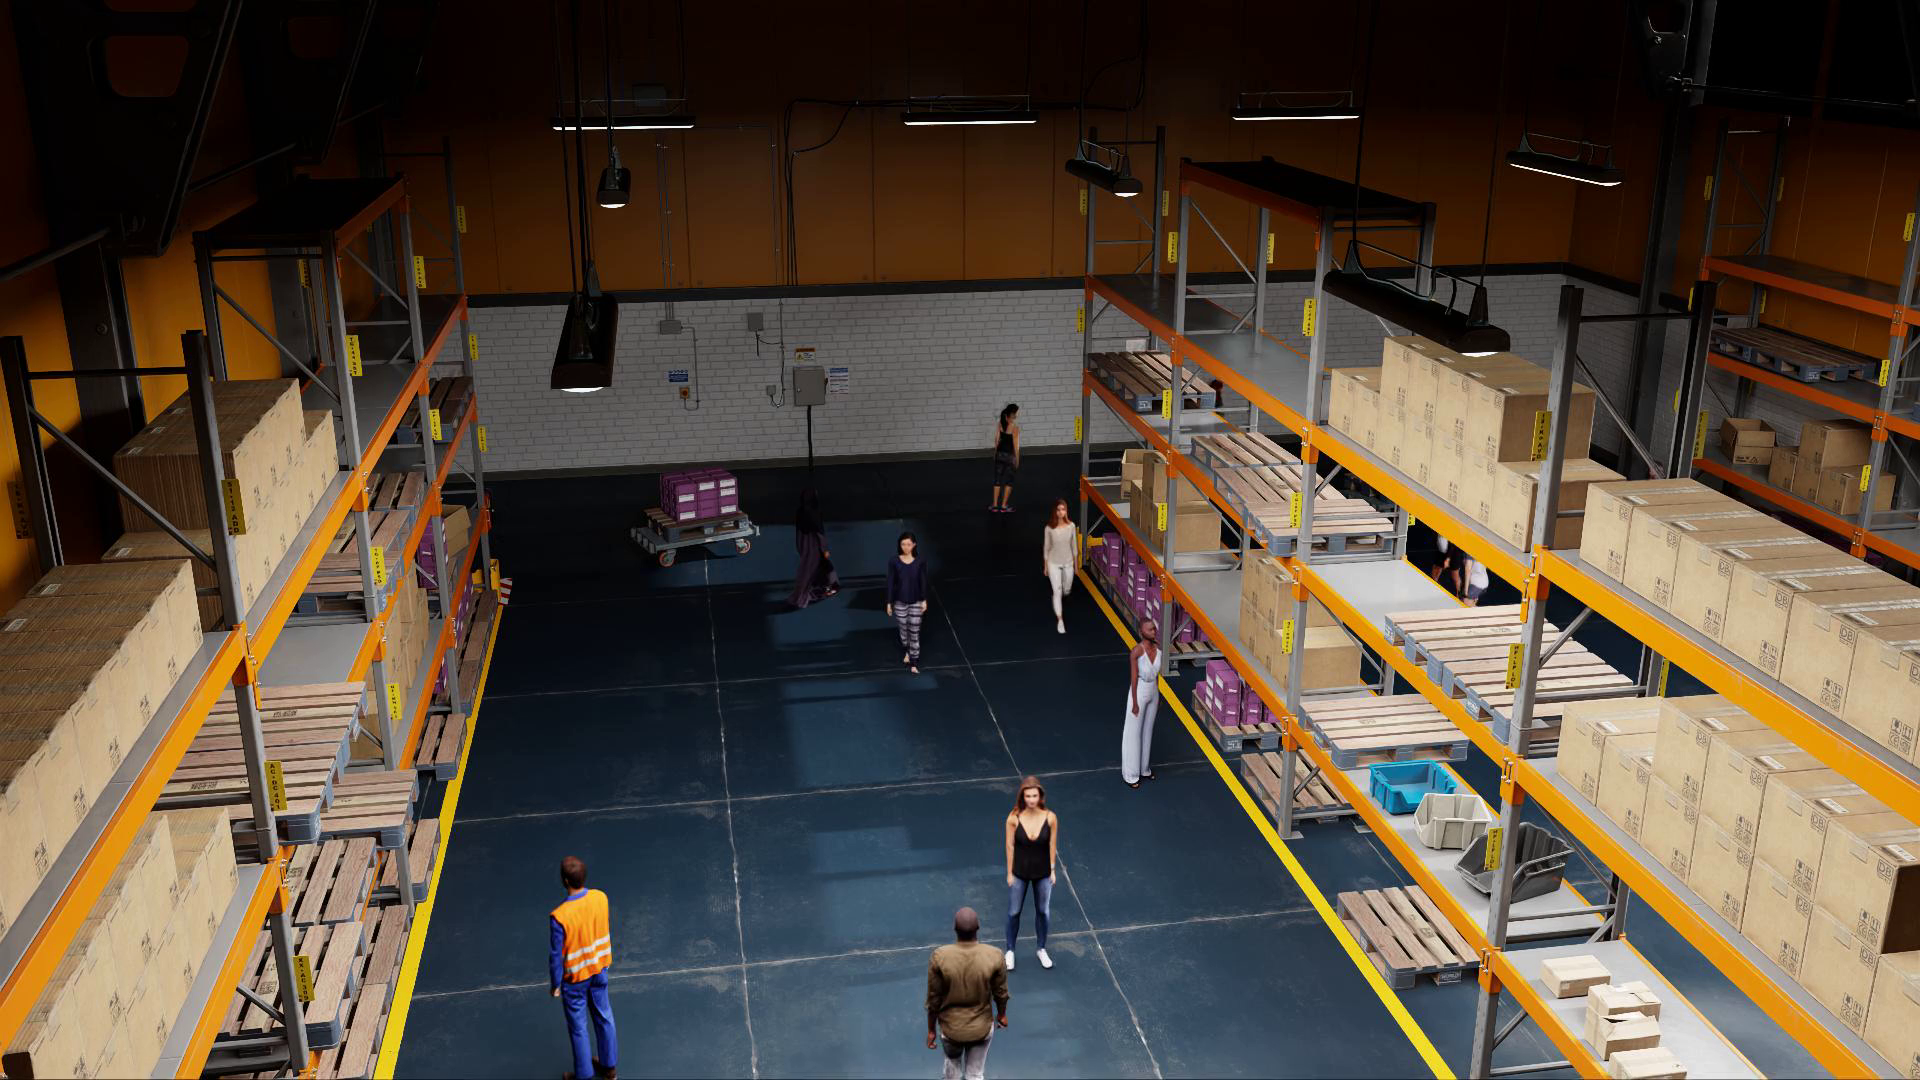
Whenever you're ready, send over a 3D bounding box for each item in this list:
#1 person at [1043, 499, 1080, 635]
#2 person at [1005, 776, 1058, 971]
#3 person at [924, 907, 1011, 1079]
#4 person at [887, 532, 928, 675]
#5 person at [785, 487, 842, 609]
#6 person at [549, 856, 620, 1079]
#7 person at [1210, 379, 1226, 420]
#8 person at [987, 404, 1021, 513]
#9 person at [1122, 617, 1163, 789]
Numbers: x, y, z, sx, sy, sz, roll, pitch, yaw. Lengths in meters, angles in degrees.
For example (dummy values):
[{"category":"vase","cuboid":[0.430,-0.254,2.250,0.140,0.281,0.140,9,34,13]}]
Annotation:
[{"category":"person","cuboid":[1.252,0.287,20.928,0.609,1.694,0.974,-3,19,-10]},{"category":"person","cuboid":[0.580,2.719,13.665,0.601,1.721,0.511,-2,19,-6]},{"category":"person","cuboid":[0.046,3.420,11.458,0.831,1.801,0.903,0,19,-1]},{"category":"person","cuboid":[-0.615,0.698,19.707,0.742,1.696,1.057,0,19,-1]},{"category":"person","cuboid":[-1.997,0.109,21.597,1.030,1.604,1.147,-15,24,-37]},{"category":"person","cuboid":[-2.748,3.159,12.134,0.825,1.864,0.771,13,23,34]},{"category":"person","cuboid":[3.991,-1.690,26.736,0.740,1.735,1.050,-5,19,-14]},{"category":"person","cuboid":[0.643,-1.254,25.485,0.744,1.707,0.835,9,21,26]},{"category":"person","cuboid":[1.850,1.620,16.831,0.649,1.783,0.656,-16,24,-39]}]
